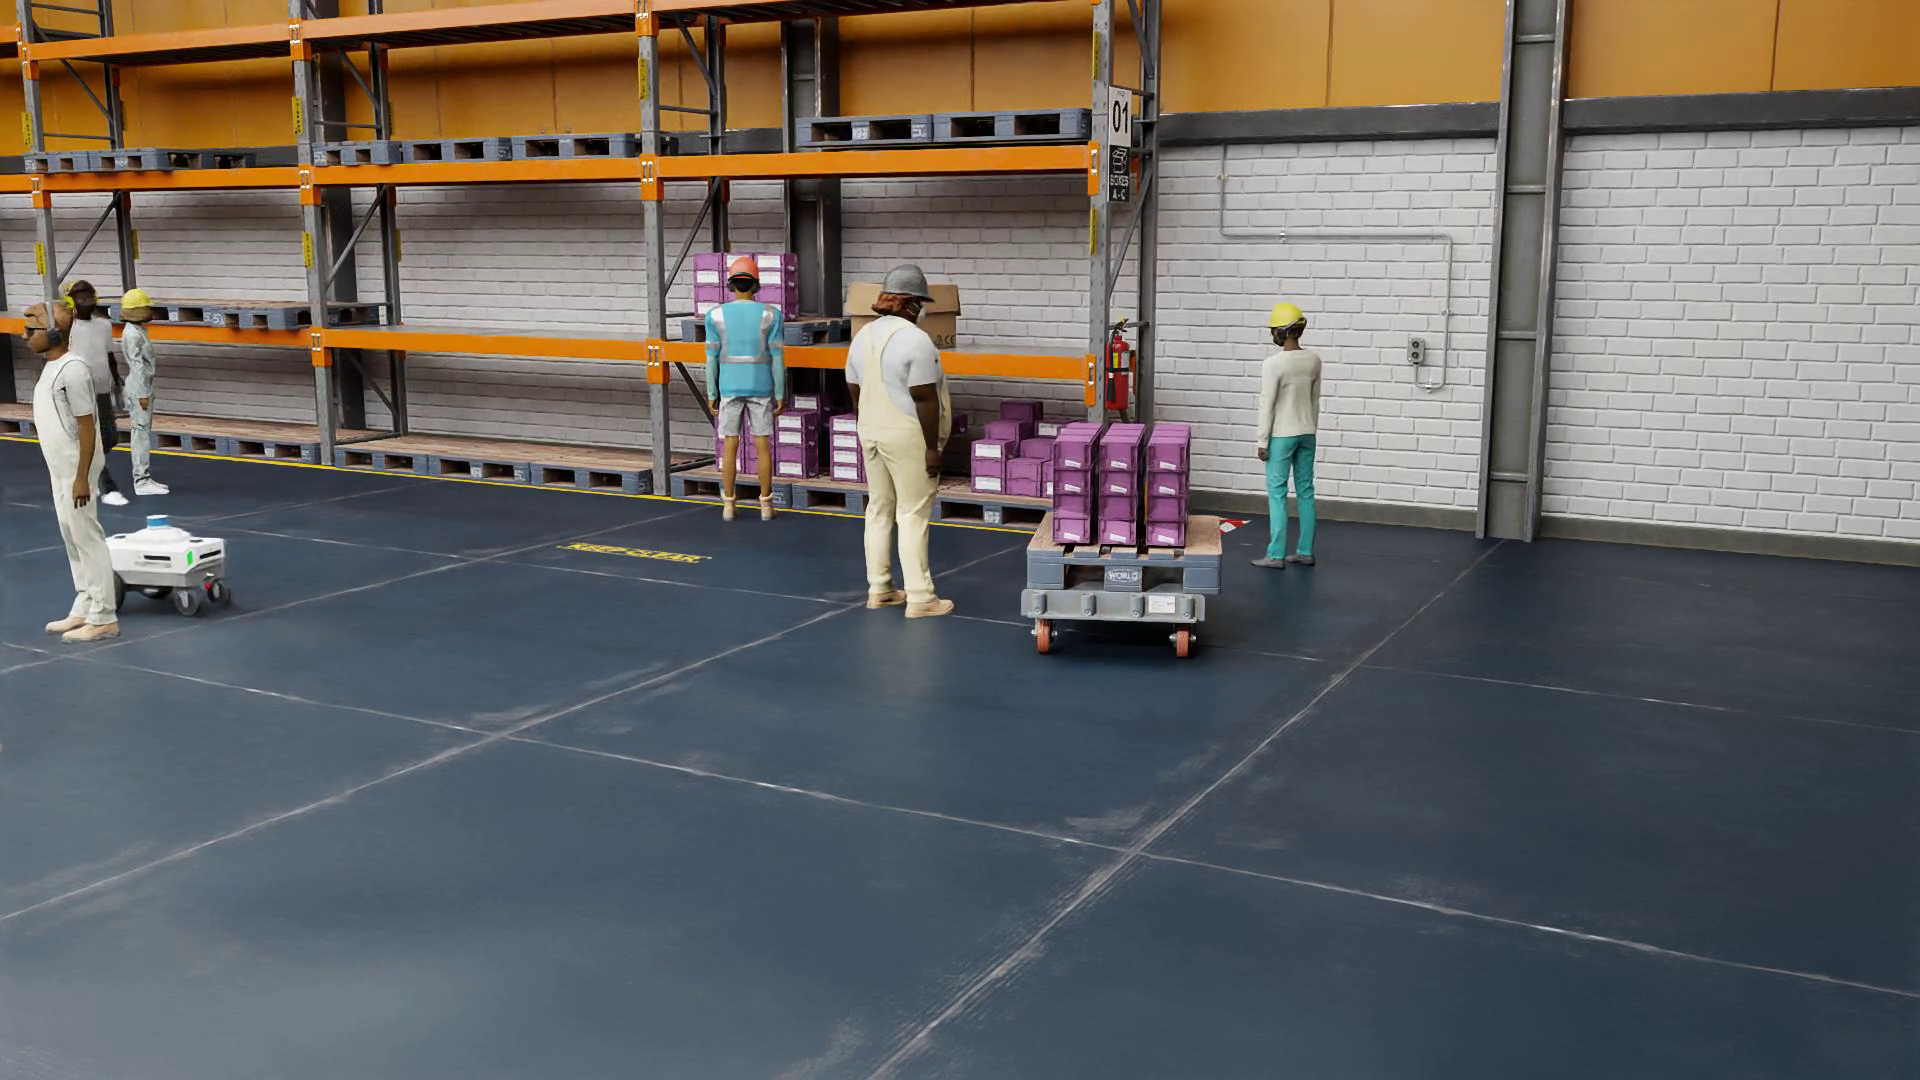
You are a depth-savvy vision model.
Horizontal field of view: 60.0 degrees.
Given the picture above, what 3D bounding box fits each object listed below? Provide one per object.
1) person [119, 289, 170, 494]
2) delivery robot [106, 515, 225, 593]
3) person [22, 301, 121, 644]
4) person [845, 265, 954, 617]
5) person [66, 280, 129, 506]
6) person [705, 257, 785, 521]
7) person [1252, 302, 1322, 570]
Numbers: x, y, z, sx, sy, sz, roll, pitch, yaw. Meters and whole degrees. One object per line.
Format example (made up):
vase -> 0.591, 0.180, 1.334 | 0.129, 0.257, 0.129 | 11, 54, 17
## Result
person -> -6.967, -1.262, 14.208 | 0.303, 1.743, 0.493 | -5, 11, -25
delivery robot -> -4.695, 0.097, 9.759 | 0.707, 0.478, 0.477 | 3, 11, 14
person -> -4.814, -0.363, 8.998 | 0.327, 1.843, 0.516 | -9, 14, -41
person -> -0.306, -0.585, 9.677 | 0.536, 2.000, 0.672 | -9, 14, -41
person -> -7.130, -1.207, 13.618 | 0.638, 1.845, 0.549 | 6, 12, 29
person -> -1.655, -1.160, 12.859 | 0.608, 2.034, 0.405 | 0, 10, -2
person -> 2.156, -0.681, 10.992 | 0.527, 1.761, 0.341 | -7, 12, -32
